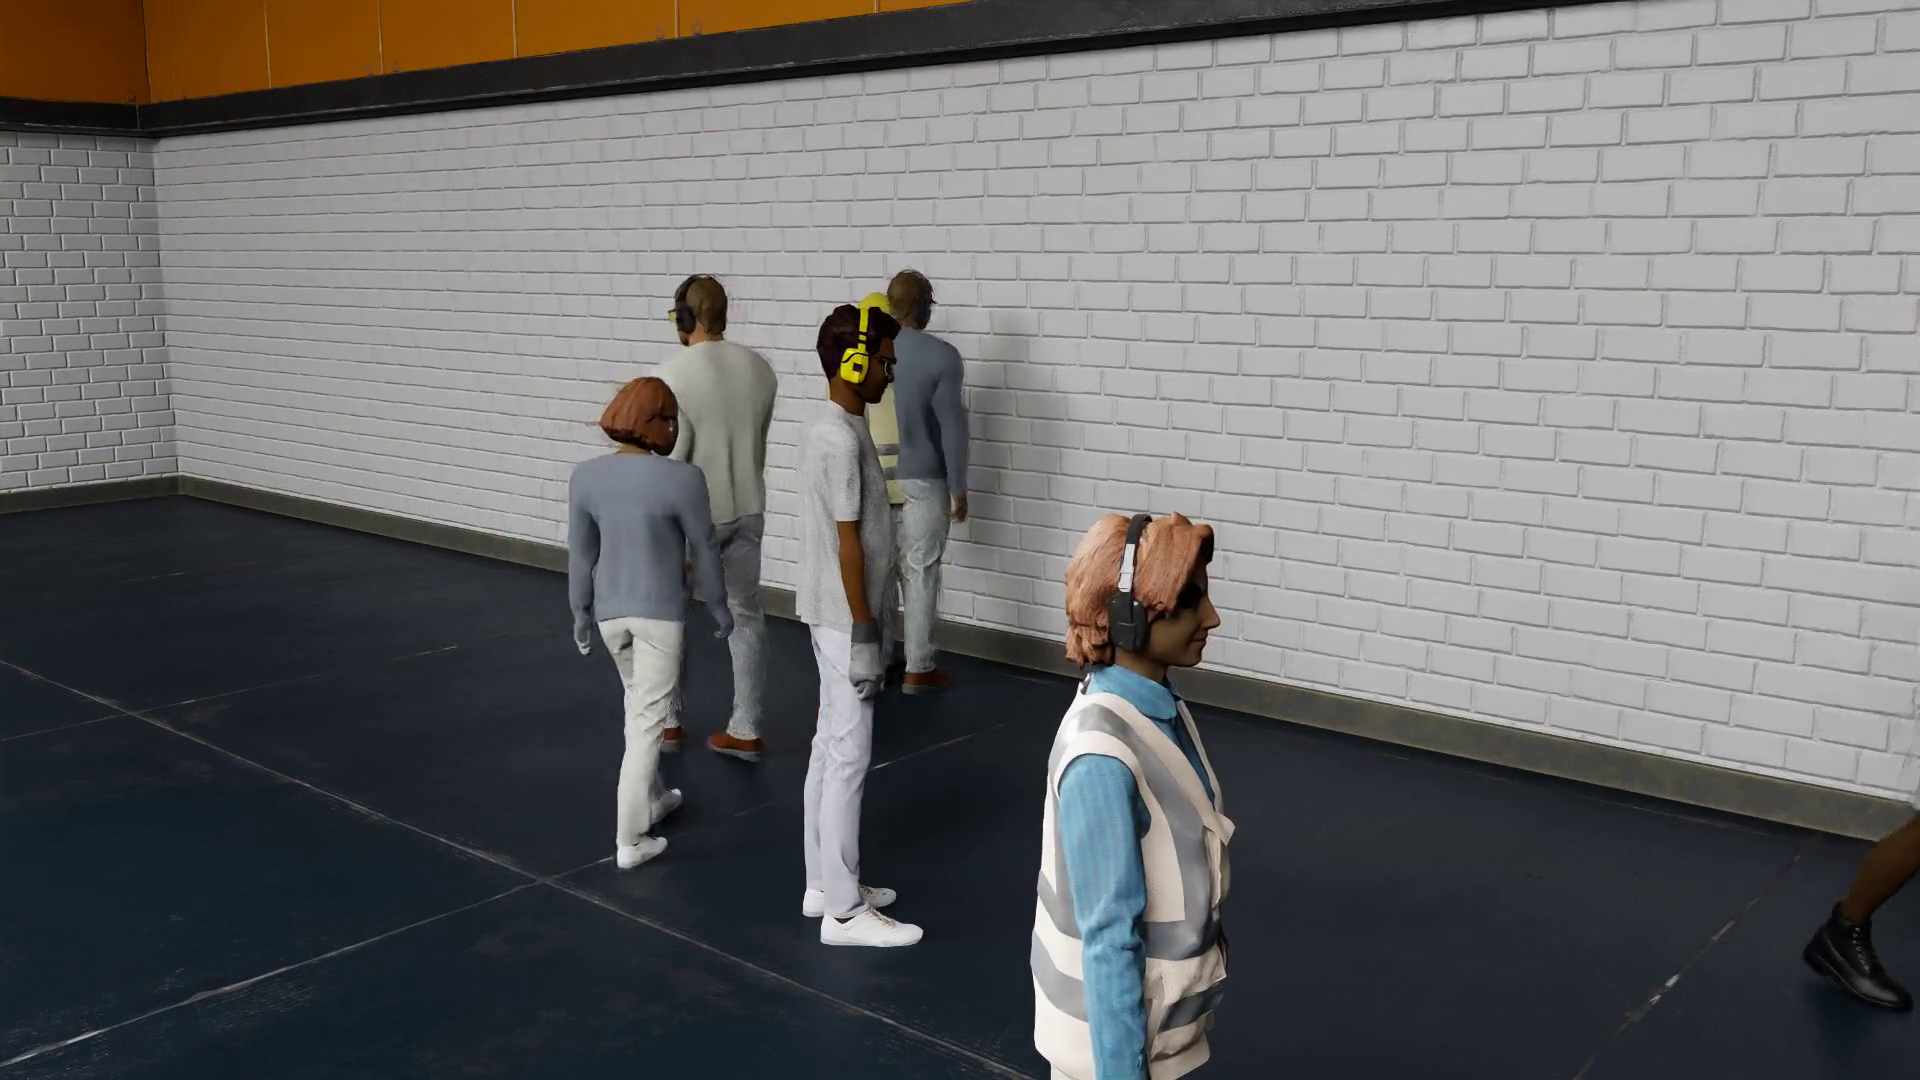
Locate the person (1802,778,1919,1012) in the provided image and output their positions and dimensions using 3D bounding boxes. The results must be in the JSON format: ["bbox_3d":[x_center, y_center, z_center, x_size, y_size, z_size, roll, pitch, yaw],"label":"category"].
[{"bbox_3d":[2.634,0.381,4.133,0.542,1.886,0.993,-4,11,-22],"label":"person"}]

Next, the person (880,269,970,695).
[{"bbox_3d":[-0.263,-0.263,7.659,0.671,1.935,0.531,5,11,27],"label":"person"}]

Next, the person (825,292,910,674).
[{"bbox_3d":[-0.355,-0.223,7.672,0.589,1.822,0.403,-4,11,-21],"label":"person"}]

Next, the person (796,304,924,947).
[{"bbox_3d":[-0.313,0.249,4.871,0.328,1.865,0.520,-3,10,-15],"label":"person"}]

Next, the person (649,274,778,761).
[{"bbox_3d":[-1.057,-0.088,6.643,0.742,1.917,0.641,10,14,44],"label":"person"}]

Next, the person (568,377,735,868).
[{"bbox_3d":[-1.015,0.251,5.617,0.495,1.600,0.726,4,11,22],"label":"person"}]

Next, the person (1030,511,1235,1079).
[{"bbox_3d":[0.258,0.768,2.553,0.307,1.641,0.513,2,10,11],"label":"person"}]
